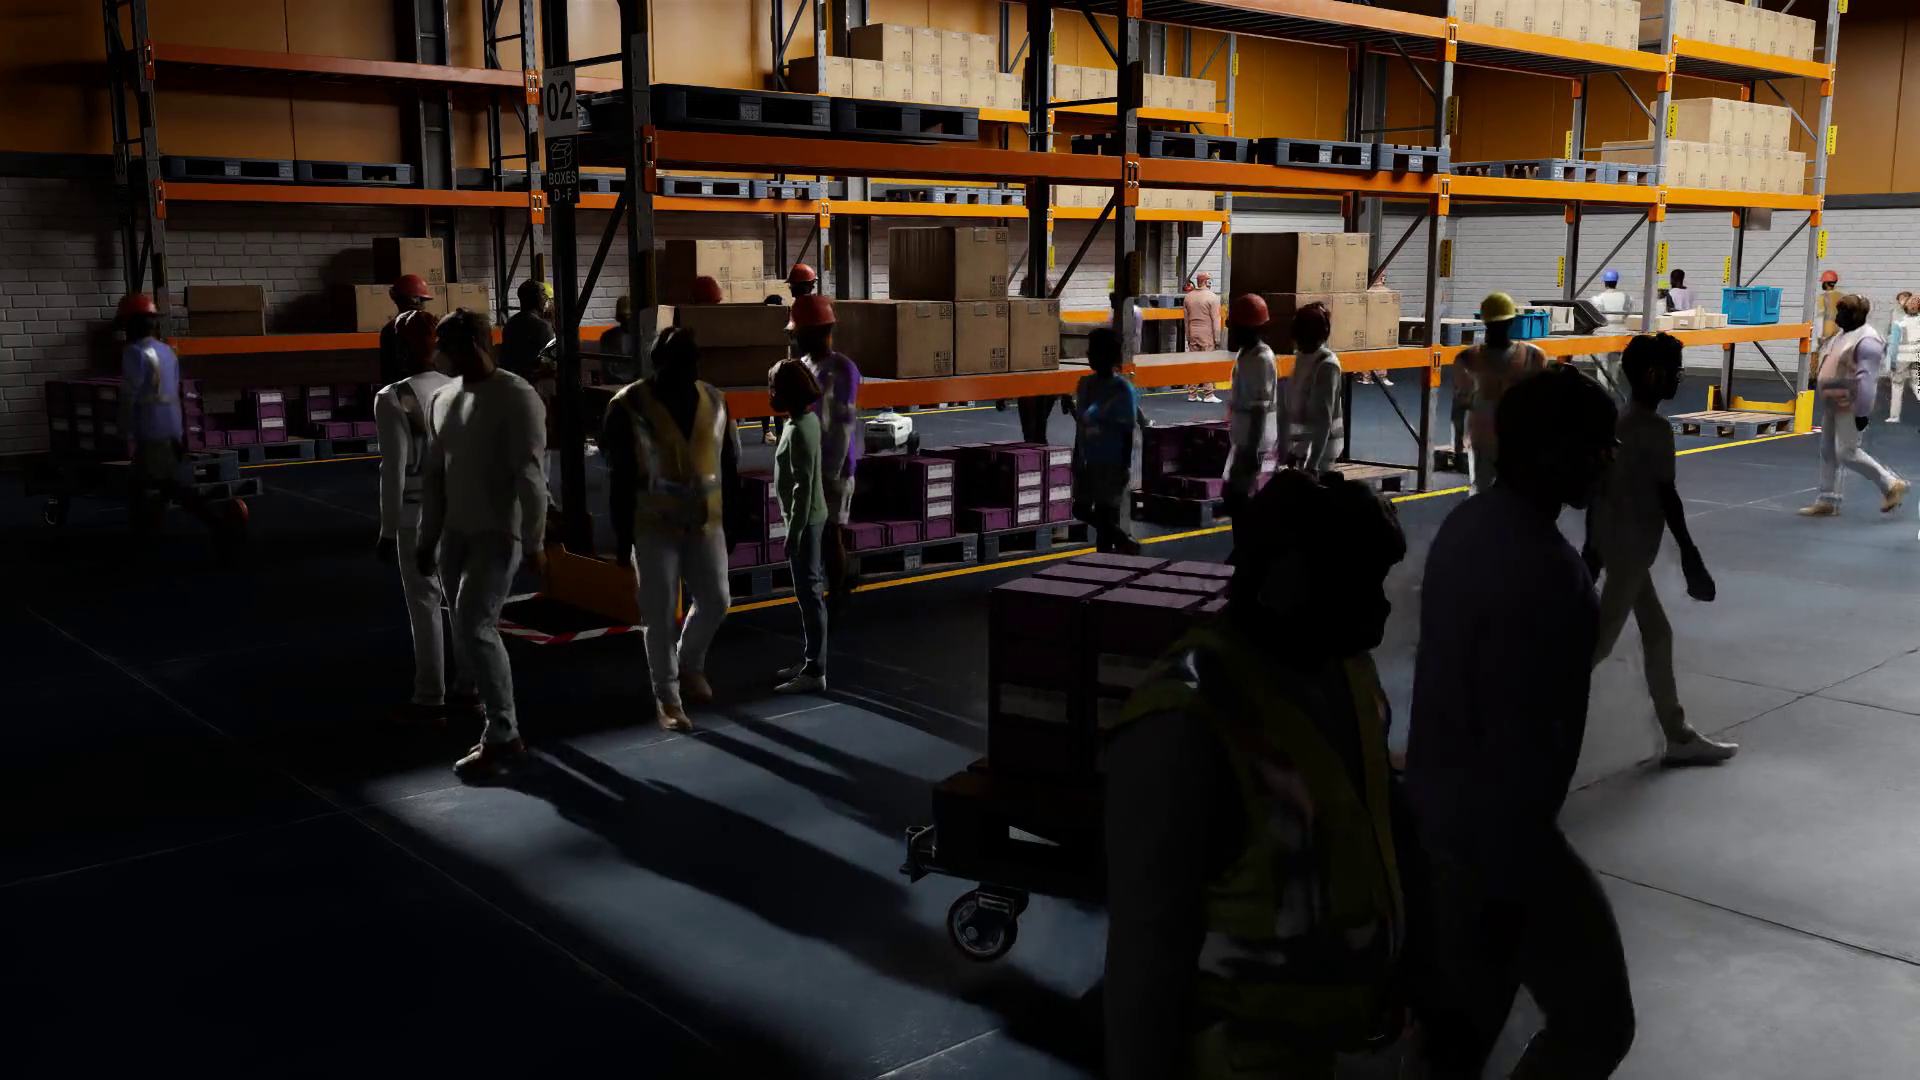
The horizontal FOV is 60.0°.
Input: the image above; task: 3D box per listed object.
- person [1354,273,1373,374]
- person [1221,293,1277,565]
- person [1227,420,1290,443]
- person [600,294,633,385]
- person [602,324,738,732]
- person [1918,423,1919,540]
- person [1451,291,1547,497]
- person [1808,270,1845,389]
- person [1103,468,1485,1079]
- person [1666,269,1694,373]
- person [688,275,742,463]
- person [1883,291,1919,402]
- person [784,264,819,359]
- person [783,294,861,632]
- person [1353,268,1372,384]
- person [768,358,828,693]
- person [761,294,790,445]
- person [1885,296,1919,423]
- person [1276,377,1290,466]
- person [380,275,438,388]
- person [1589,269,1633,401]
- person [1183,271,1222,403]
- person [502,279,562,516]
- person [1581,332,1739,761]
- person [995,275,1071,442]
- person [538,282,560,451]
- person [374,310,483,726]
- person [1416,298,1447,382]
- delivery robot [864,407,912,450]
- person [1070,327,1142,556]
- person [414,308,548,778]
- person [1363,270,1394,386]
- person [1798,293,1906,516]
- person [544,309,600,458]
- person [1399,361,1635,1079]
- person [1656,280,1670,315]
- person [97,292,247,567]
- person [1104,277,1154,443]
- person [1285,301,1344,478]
[{"bbox_3d":[7.336,-3.932,30.061,0.328,1.872,0.510,-9,13,-41],"label":"person"},{"bbox_3d":[1.944,-0.648,10.796,0.612,1.892,0.585,0,10,0],"label":"person"},{"bbox_3d":[3.245,-1.817,18.144,0.950,1.704,0.557,-2,10,-14],"label":"person"},{"bbox_3d":[-3.002,-1.377,15.365,0.610,1.795,0.905,0,10,0],"label":"person"},{"bbox_3d":[-1.300,-0.063,7.569,0.650,1.831,0.469,-7,12,-35],"label":"person"},{"bbox_3d":[7.394,-0.909,12.346,0.328,1.877,0.510,-9,13,-41],"label":"person"},{"bbox_3d":[3.500,-0.667,10.845,0.599,1.904,0.707,3,10,16],"label":"person"},{"bbox_3d":[13.768,-3.304,26.264,0.537,1.912,0.895,-3,10,-15],"label":"person"},{"bbox_3d":[0.583,0.794,2.586,0.849,1.800,0.624,6,11,32],"label":"person"},{"bbox_3d":[11.743,-3.479,27.300,0.605,1.914,0.458,-5,11,-26],"label":"person"},{"bbox_3d":[-1.972,-1.061,12.933,0.588,1.976,0.639,6,12,33],"label":"person"},{"bbox_3d":[13.788,-2.825,24.323,0.554,1.620,0.518,-8,13,-39],"label":"person"},{"bbox_3d":[-1.560,-1.744,16.741,0.388,2.045,0.605,-1,10,-6],"label":"person"},{"bbox_3d":[-0.757,-0.427,9.417,0.539,1.917,0.504,9,13,44],"label":"person"},{"bbox_3d":[6.719,-3.576,27.745,0.652,1.944,0.445,6,11,30],"label":"person"},{"bbox_3d":[-0.786,-0.069,8.134,0.279,1.633,0.497,0,10,-1],"label":"person"},{"bbox_3d":[-2.083,-1.919,18.771,0.318,1.700,0.534,-9,13,-41],"label":"person"},{"bbox_3d":[12.005,-2.262,20.985,0.521,1.622,0.588,0,10,0],"label":"person"},{"bbox_3d":[3.008,-1.532,15.988,0.811,1.877,0.677,-9,14,-44],"label":"person"},{"bbox_3d":[-4.123,-0.962,12.413,0.637,1.998,0.587,8,13,40],"label":"person"},{"bbox_3d":[9.267,-2.901,23.825,0.636,1.933,0.520,1,10,3],"label":"person"},{"bbox_3d":[3.545,-2.943,24.151,0.411,1.913,0.643,-9,13,-41],"label":"person"},{"bbox_3d":[-3.473,-1.151,13.584,0.640,1.937,0.369,9,13,43],"label":"person"},{"bbox_3d":[2.755,0.058,6.867,0.996,1.825,0.536,0,10,2],"label":"person"},{"bbox_3d":[0.590,-1.261,14.097,0.640,1.973,0.577,9,13,43],"label":"person"},{"bbox_3d":[-4.515,-1.887,18.185,0.404,1.837,0.588,-9,13,-41],"label":"person"},{"bbox_3d":[-2.413,-0.095,7.562,0.356,1.883,0.574,5,11,28],"label":"person"},{"bbox_3d":[7.719,-3.331,27.366,0.498,1.588,0.863,7,12,37],"label":"person"},{"bbox_3d":[-0.750,-1.156,17.376,0.477,0.478,0.707,3,10,15],"label":"delivery robot"},{"bbox_3d":[0.938,-0.504,10.508,0.545,1.685,0.545,-6,11,-32],"label":"person"},{"bbox_3d":[-2.014,0.012,6.858,0.652,1.903,0.533,7,12,34],"label":"person"},{"bbox_3d":[6.888,-3.494,27.374,0.411,1.913,0.643,-9,13,-41],"label":"person"},{"bbox_3d":[7.263,-1.075,13.458,0.664,1.830,0.624,1,10,6],"label":"person"},{"bbox_3d":[-4.164,-1.598,17.238,0.900,1.581,0.505,-5,11,-26],"label":"person"},{"bbox_3d":[1.134,0.603,3.372,0.570,1.912,0.644,0,10,2],"label":"person"},{"bbox_3d":[11.153,-3.304,26.743,0.608,1.745,0.537,-1,10,-4],"label":"person"},{"bbox_3d":[-5.419,-0.746,11.363,0.954,1.890,0.563,-1,10,-7],"label":"person"},{"bbox_3d":[1.835,-1.961,18.402,0.534,1.908,0.606,-5,11,-29],"label":"person"},{"bbox_3d":[2.166,-0.523,10.161,0.375,1.858,0.645,-1,10,-4],"label":"person"}]
